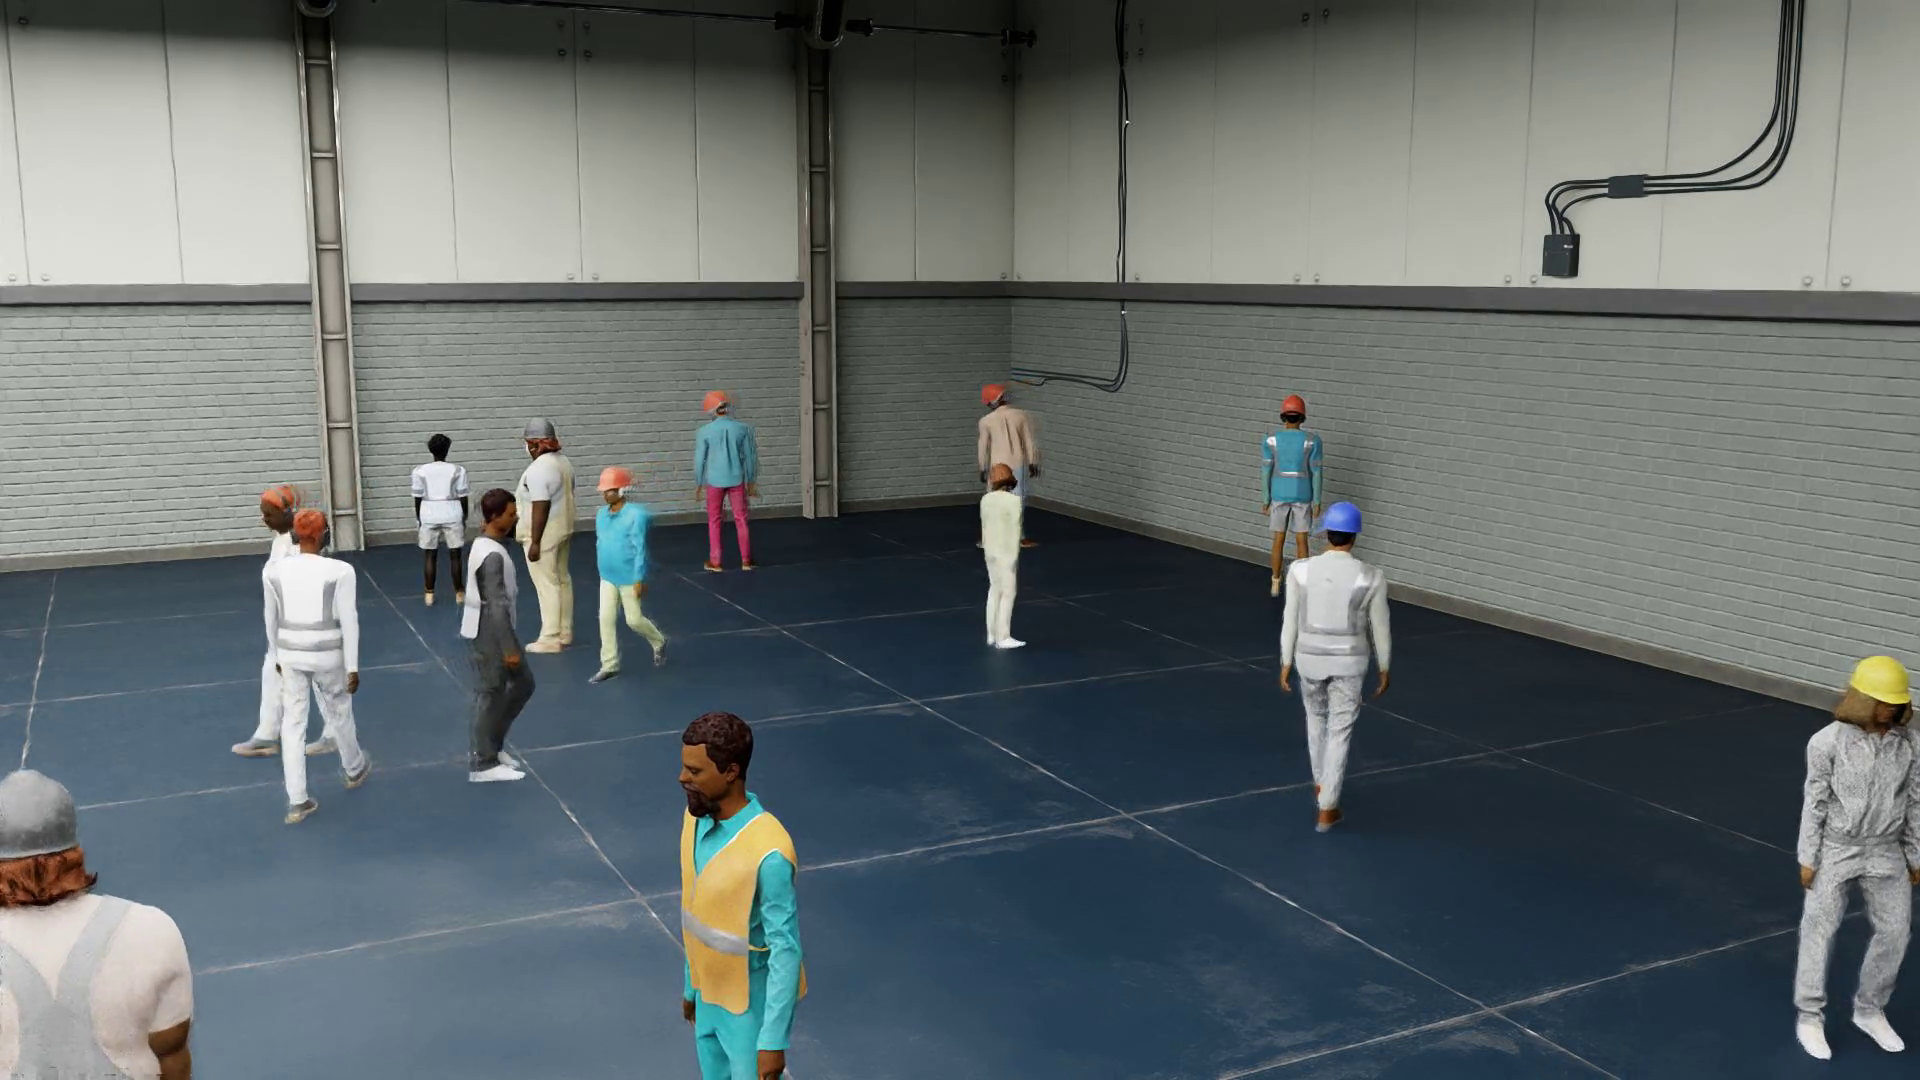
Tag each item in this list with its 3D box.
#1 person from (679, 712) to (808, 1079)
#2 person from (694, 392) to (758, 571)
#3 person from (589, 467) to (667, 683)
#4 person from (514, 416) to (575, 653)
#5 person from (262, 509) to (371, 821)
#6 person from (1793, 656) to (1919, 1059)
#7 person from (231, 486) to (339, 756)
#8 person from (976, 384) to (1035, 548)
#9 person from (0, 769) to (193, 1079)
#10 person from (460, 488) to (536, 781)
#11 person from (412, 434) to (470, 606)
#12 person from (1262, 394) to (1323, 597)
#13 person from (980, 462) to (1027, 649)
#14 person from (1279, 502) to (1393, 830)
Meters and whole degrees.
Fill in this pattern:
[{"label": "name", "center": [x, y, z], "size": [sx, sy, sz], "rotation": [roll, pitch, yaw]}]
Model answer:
[{"label": "person", "center": [-0.701, 1.474, 5.320], "size": [0.379, 1.917, 0.591], "rotation": [-6, 11, -35]}, {"label": "person", "center": [-2.520, -0.627, 18.187], "size": [0.788, 1.957, 0.388], "rotation": [-4, 10, -22]}, {"label": "person", "center": [-2.689, 0.259, 13.384], "size": [0.570, 1.729, 0.676], "rotation": [5, 11, 30]}, {"label": "person", "center": [-3.613, -0.055, 14.365], "size": [0.536, 2.000, 0.688], "rotation": [1, 9, 8]}, {"label": "person", "center": [-3.947, 0.723, 10.211], "size": [0.599, 1.829, 0.960], "rotation": [0, 9, -3]}, {"label": "person", "center": [3.734, 1.317, 6.883], "size": [0.501, 1.736, 0.358], "rotation": [0, 9, 1]}, {"label": "person", "center": [-4.533, 0.565, 11.121], "size": [0.822, 1.850, 0.578], "rotation": [-8, 12, -41]}, {"label": "person", "center": [0.571, -0.866, 19.682], "size": [0.723, 1.947, 0.385], "rotation": [-2, 9, -9]}, {"label": "person", "center": [-2.332, 1.579, 4.297], "size": [0.689, 2.000, 0.768], "rotation": [-7, 11, -36]}, {"label": "person", "center": [-2.958, 0.617, 10.654], "size": [0.456, 1.904, 0.587], "rotation": [-2, 9, -12]}, {"label": "person", "center": [-5.082, -0.196, 16.321], "size": [0.543, 1.687, 0.323], "rotation": [-2, 9, -11]}, {"label": "person", "center": [3.327, -0.434, 16.685], "size": [0.607, 2.048, 0.365], "rotation": [3, 10, 19]}, {"label": "person", "center": [0.382, 0.133, 14.537], "size": [0.402, 1.604, 0.632], "rotation": [-7, 12, -38]}, {"label": "person", "center": [2.283, 0.720, 9.981], "size": [0.643, 1.910, 0.878], "rotation": [5, 10, 28]}]
